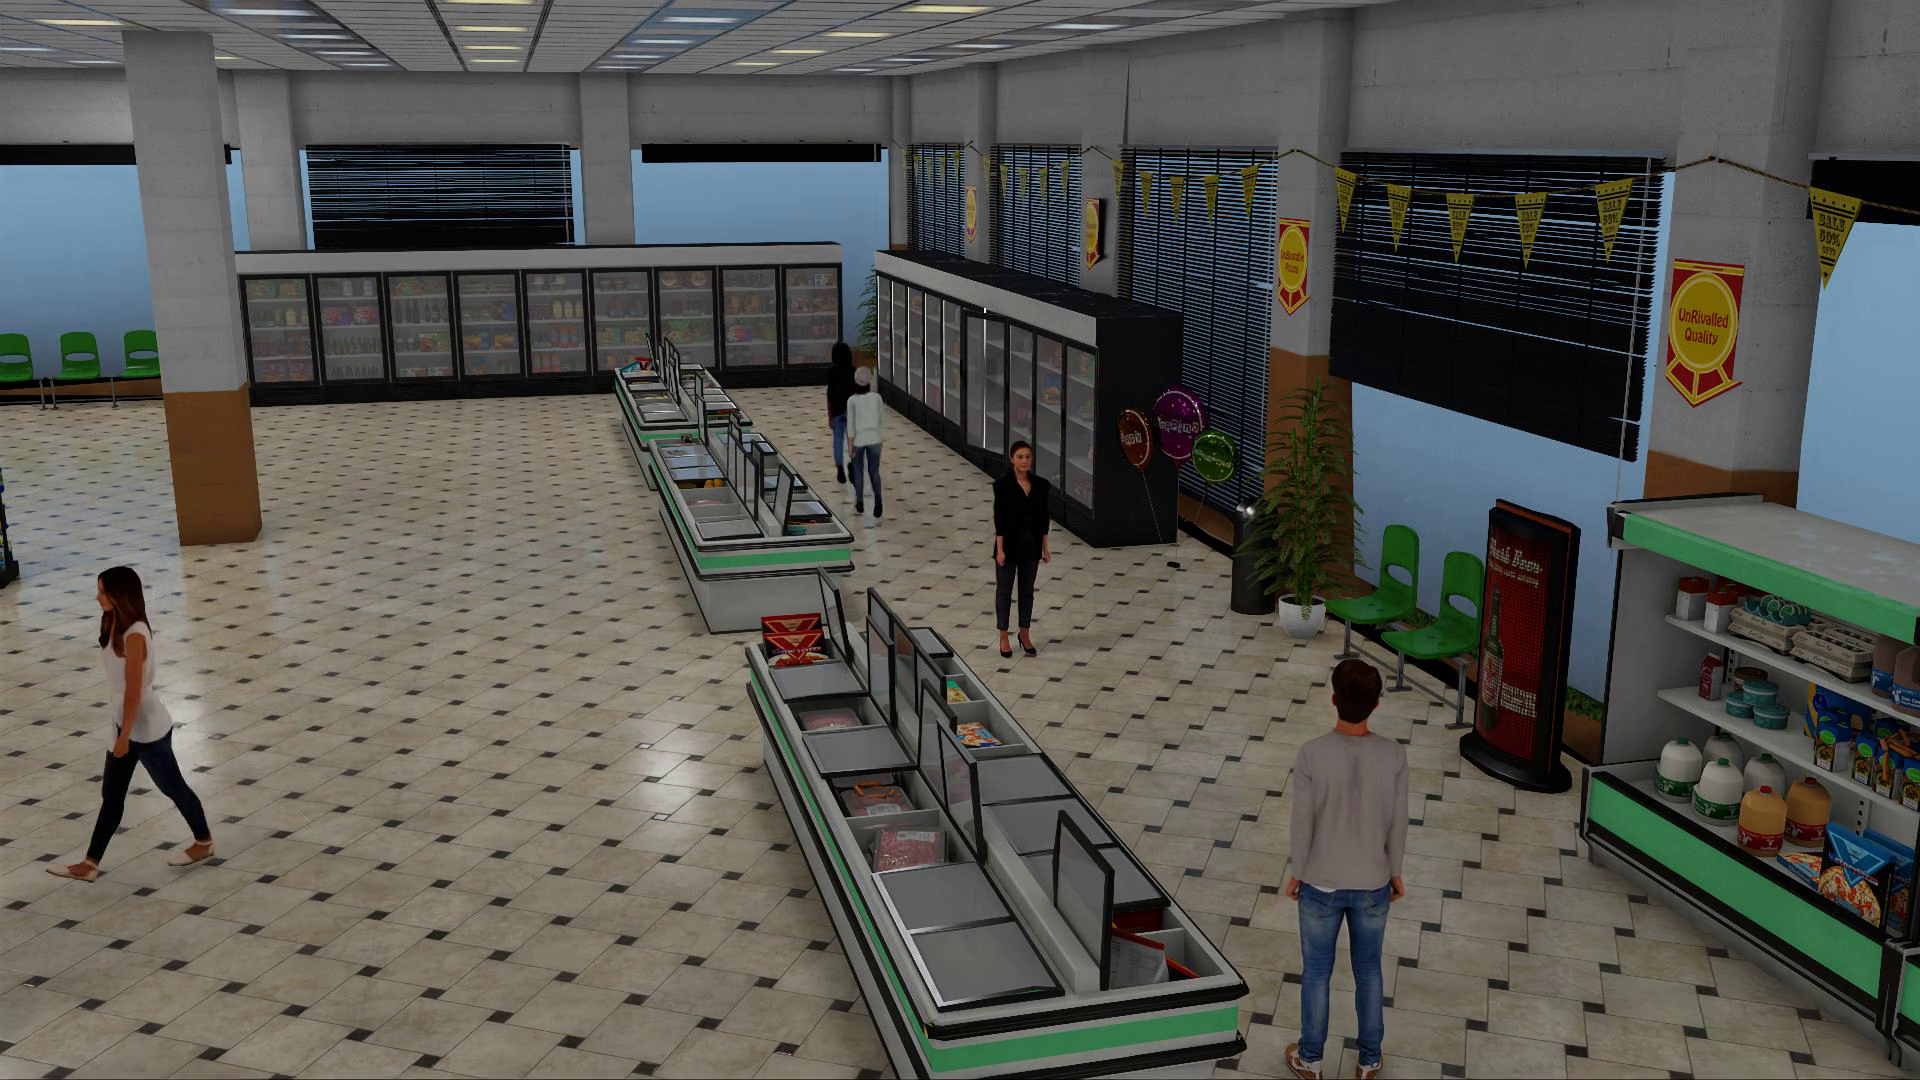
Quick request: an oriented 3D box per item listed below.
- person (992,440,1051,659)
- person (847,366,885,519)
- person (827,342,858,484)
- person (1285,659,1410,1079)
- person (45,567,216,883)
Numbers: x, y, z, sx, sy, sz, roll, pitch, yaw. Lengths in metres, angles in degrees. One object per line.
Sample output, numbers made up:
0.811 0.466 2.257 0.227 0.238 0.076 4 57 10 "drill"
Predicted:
0.457 0.059 13.099 0.669 1.719 0.614 -6 15 -23 "person"
-0.977 -1.027 17.783 0.566 1.621 1.015 -4 14 -14 "person"
-1.329 -1.436 19.356 0.656 1.675 0.994 -2 14 -8 "person"
1.640 1.428 7.061 0.721 1.906 0.686 1 14 3 "person"
-4.385 1.014 9.107 1.031 1.745 1.116 -13 19 -43 "person"
